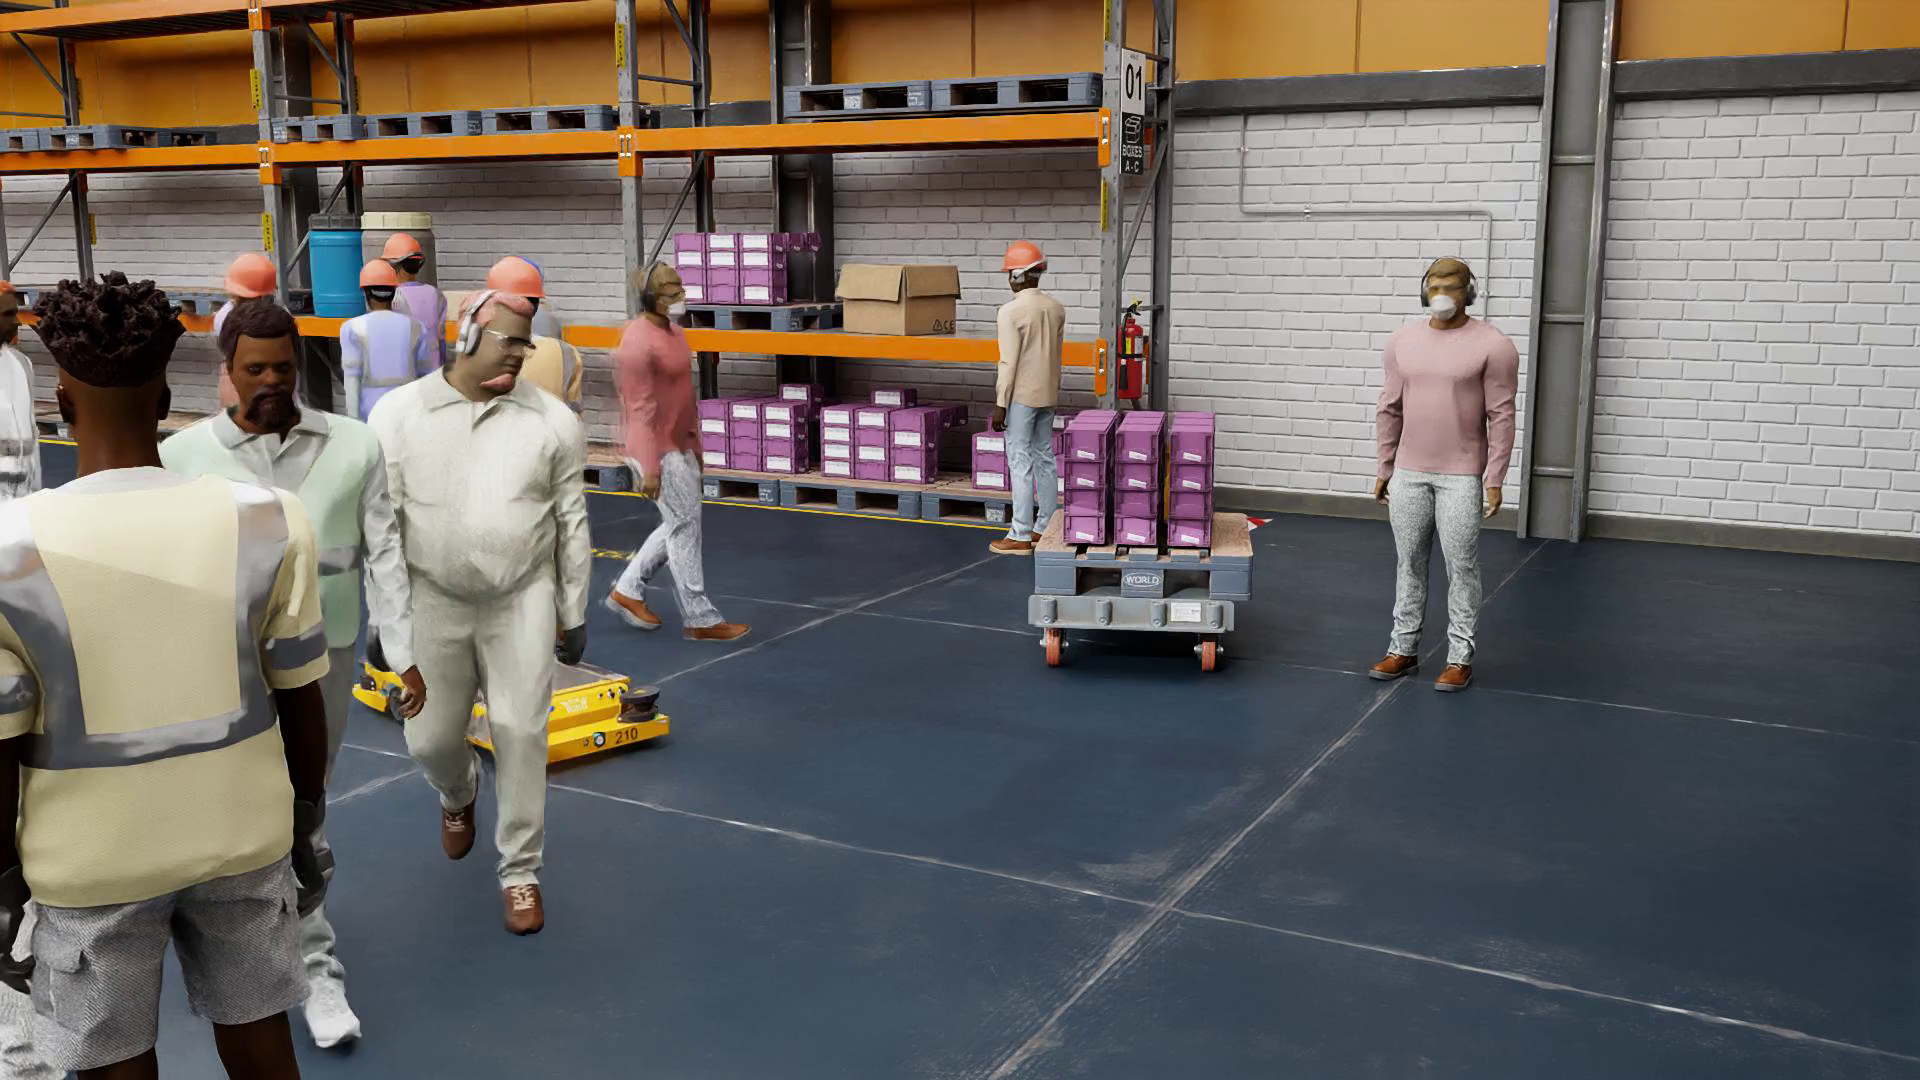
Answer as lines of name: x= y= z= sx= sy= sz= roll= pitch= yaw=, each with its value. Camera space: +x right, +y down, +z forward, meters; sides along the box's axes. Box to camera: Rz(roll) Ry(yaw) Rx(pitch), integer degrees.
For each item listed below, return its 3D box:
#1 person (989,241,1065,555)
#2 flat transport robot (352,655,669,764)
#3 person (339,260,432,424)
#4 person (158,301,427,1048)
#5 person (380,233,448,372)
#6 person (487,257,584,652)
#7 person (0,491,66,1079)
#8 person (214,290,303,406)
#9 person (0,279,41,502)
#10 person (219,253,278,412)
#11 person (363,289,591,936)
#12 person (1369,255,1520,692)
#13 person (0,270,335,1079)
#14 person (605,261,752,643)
person: x=0.427 y=-0.901 z=10.638 sx=0.377 sy=1.995 sz=0.611 roll=8 pitch=13 yaw=38
flat transport robot: x=-1.894 y=0.641 z=6.908 sx=1.431 sy=0.197 sz=0.652 roll=10 pitch=14 yaw=44
person: x=-3.551 y=-0.791 z=10.357 sx=0.568 sy=1.883 sz=1.013 roll=-7 pitch=12 yaw=-32
person: x=-1.785 y=0.303 z=4.421 sx=0.595 sy=1.868 sz=1.007 roll=-8 pitch=13 yaw=-37
person: x=-3.848 y=-1.113 z=11.667 sx=0.389 sy=2.045 sz=0.606 roll=5 pitch=11 yaw=25
person: x=-1.867 y=-0.230 z=7.117 sx=0.358 sy=1.937 sz=0.549 roll=9 pitch=14 yaw=42
person: x=-2.272 y=0.420 z=3.756 sx=0.368 sy=1.872 sz=0.592 roll=-4 pitch=11 yaw=-21
person: x=-4.570 y=-0.929 z=11.121 sx=0.738 sy=1.874 sz=0.652 roll=5 pitch=11 yaw=25
person: x=-4.135 y=-0.170 z=6.996 sx=0.595 sy=1.871 sz=0.592 roll=1 pitch=10 yaw=6
person: x=-3.810 y=-0.579 z=9.042 sx=0.399 sy=1.931 sz=0.754 roll=-8 pitch=13 yaw=-39
person: x=-1.435 y=0.192 z=4.979 sx=0.671 sy=1.870 sz=0.680 roll=-3 pitch=11 yaw=-17
person: x=2.149 y=-0.294 z=7.461 sx=0.636 sy=1.938 sz=0.358 roll=9 pitch=14 yaw=40
person: x=-1.391 y=0.527 z=2.886 sx=0.606 sy=1.966 sz=0.367 roll=-8 pitch=13 yaw=-38
person: x=-1.435 y=-0.425 z=8.292 sx=0.676 sy=1.919 sz=0.668 roll=1 pitch=10 yaw=6
